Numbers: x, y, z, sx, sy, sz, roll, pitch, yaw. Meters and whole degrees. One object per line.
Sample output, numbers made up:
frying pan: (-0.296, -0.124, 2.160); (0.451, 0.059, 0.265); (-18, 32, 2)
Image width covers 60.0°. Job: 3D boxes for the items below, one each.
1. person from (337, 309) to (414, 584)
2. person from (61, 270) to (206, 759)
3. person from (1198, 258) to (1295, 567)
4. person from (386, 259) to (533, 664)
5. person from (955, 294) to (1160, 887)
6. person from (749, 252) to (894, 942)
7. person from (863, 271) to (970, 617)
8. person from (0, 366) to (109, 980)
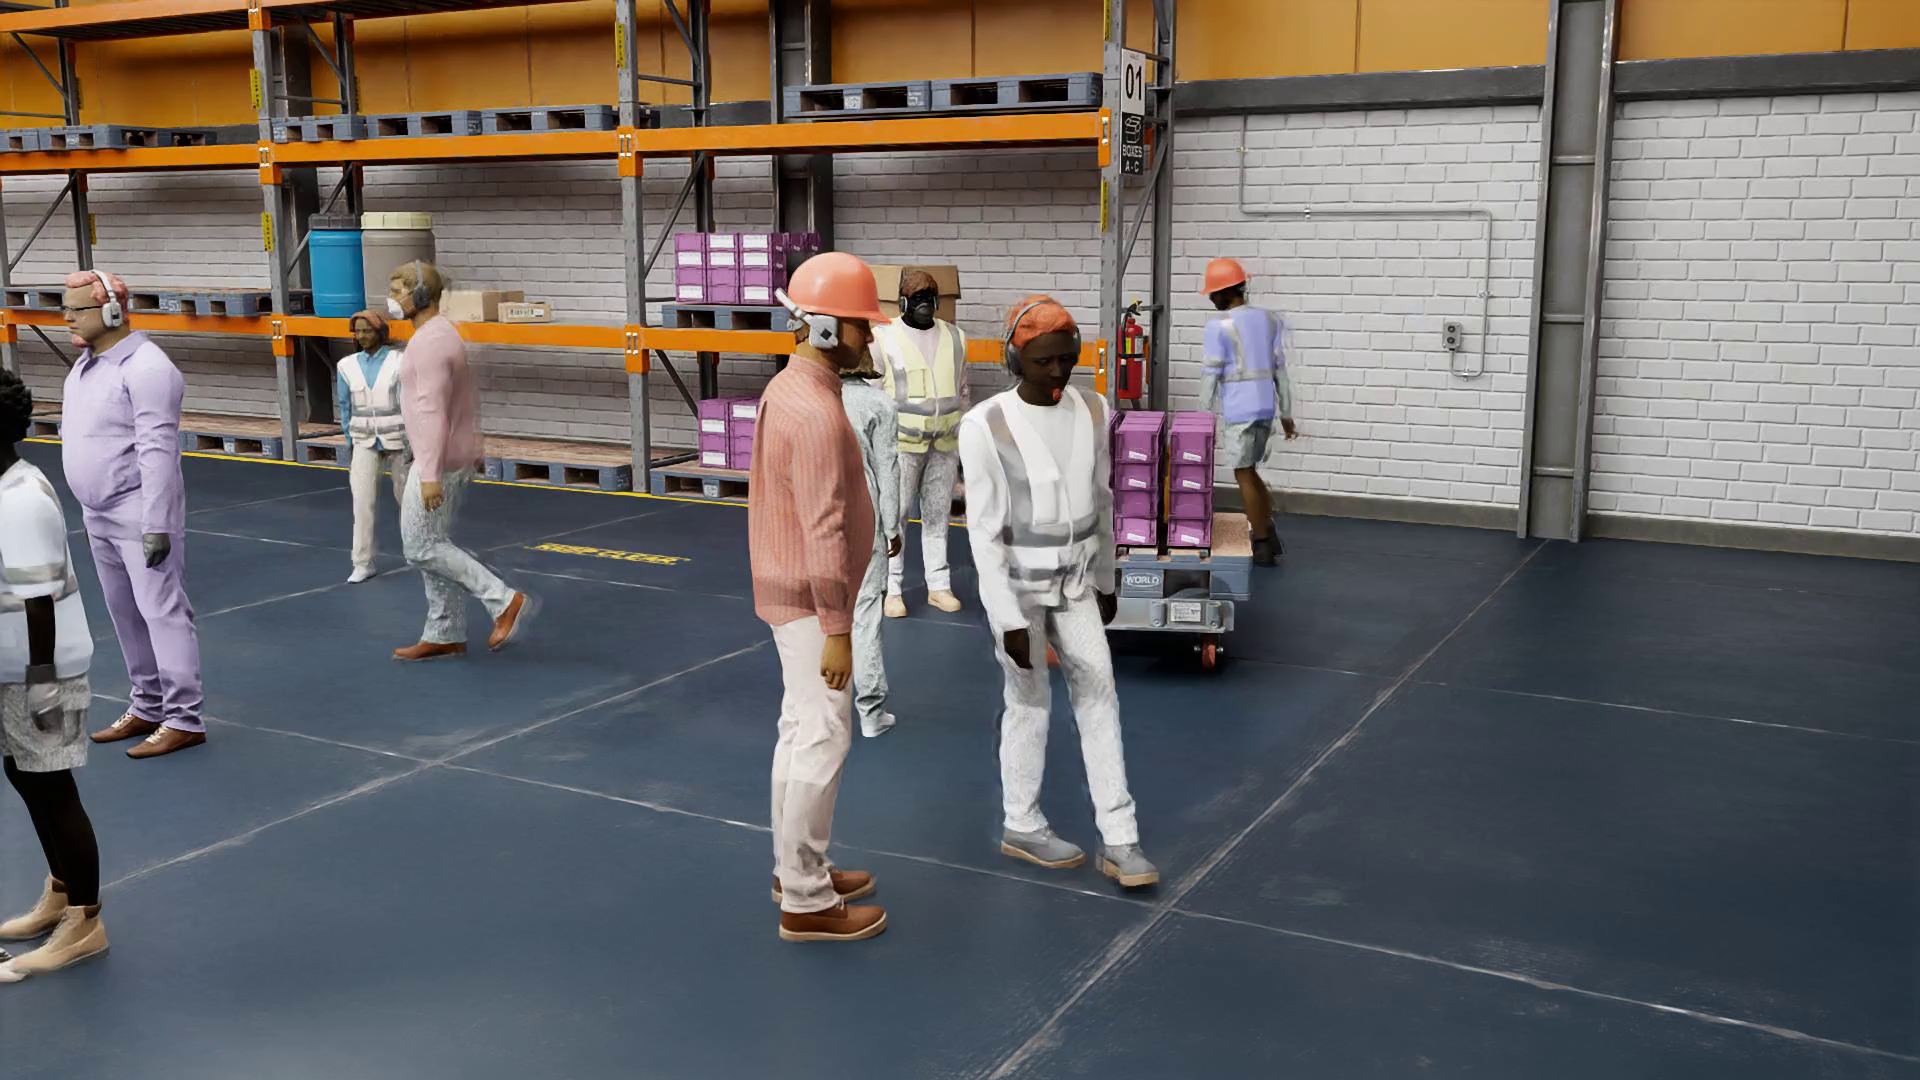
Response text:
person: (-3.467, -0.591, 10.015); (0.512, 1.602, 0.824); (0, 10, -1)
person: (-3.278, -0.097, 6.517); (0.636, 1.900, 0.398); (7, 13, 35)
person: (1.740, -0.783, 10.266); (0.567, 1.889, 0.575); (-7, 13, -35)
person: (-2.397, -0.350, 7.821); (0.562, 1.921, 0.640); (-3, 11, -16)
person: (0.320, 0.183, 5.089); (0.669, 1.849, 0.731); (-8, 13, -36)
person: (-0.395, 0.174, 4.790); (0.410, 1.981, 0.628); (-3, 11, -14)
person: (-0.217, -0.512, 8.923); (0.633, 1.842, 0.429); (-5, 12, -26)
person: (-2.589, 0.351, 4.606); (0.317, 1.693, 0.539); (-9, 14, -41)
